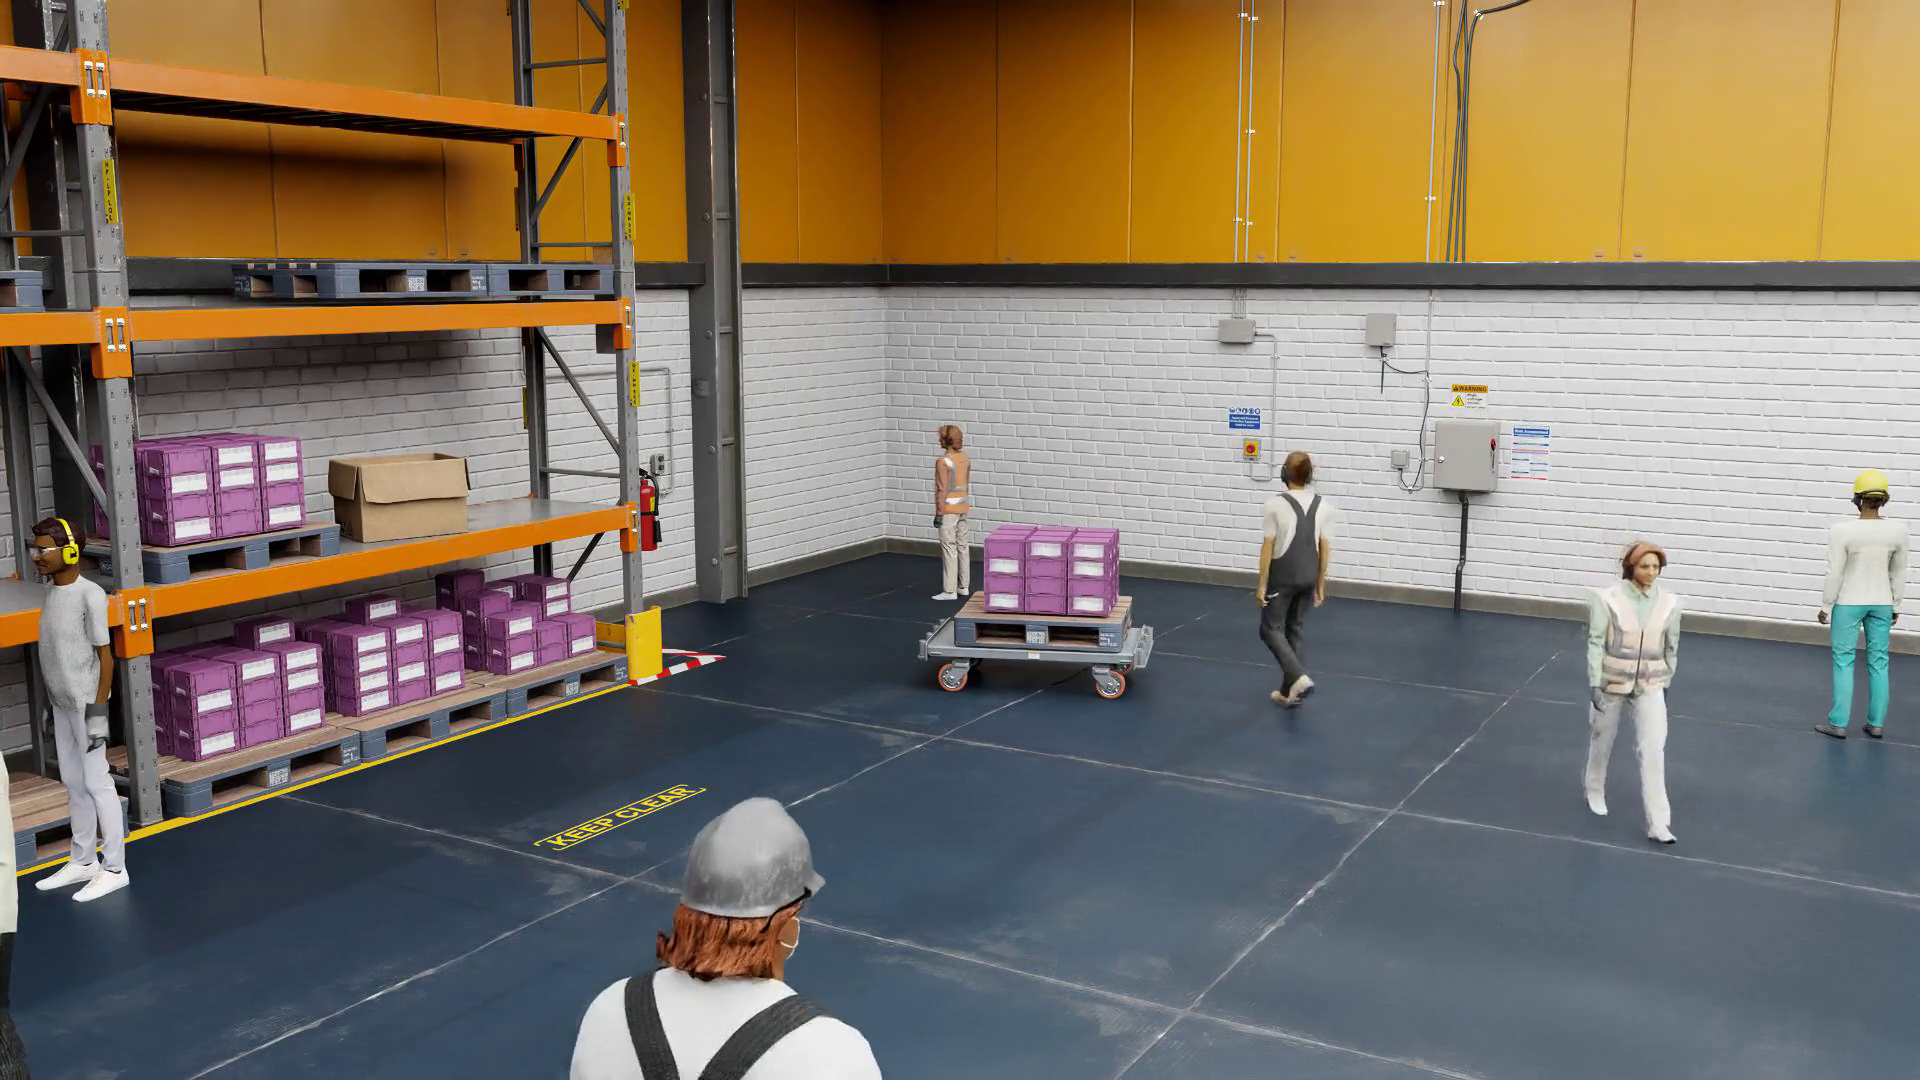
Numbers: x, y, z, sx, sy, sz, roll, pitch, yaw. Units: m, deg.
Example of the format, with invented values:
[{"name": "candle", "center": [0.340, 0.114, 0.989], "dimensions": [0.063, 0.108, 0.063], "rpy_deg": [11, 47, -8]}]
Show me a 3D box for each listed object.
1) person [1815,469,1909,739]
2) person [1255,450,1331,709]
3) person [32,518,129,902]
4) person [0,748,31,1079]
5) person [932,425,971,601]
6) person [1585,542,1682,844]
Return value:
[{"name": "person", "center": [5.870, 0.422, 10.844], "dimensions": [0.533, 1.767, 0.312], "rpy_deg": [0, 9, -1]}, {"name": "person", "center": [2.304, 0.296, 11.441], "dimensions": [0.527, 1.823, 0.529], "rpy_deg": [-3, 10, -19]}, {"name": "person", "center": [-4.311, 0.813, 8.082], "dimensions": [0.508, 1.872, 0.329], "rpy_deg": [6, 11, 32]}, {"name": "person", "center": [-3.170, 1.212, 5.223], "dimensions": [0.608, 1.988, 0.387], "rpy_deg": [8, 12, 41]}, {"name": "person", "center": [-0.076, -0.251, 15.442], "dimensions": [0.307, 1.638, 0.524], "rpy_deg": [5, 11, 30]}, {"name": "person", "center": [3.645, 0.800, 9.036], "dimensions": [0.515, 1.591, 0.876], "rpy_deg": [1, 9, 5]}]
